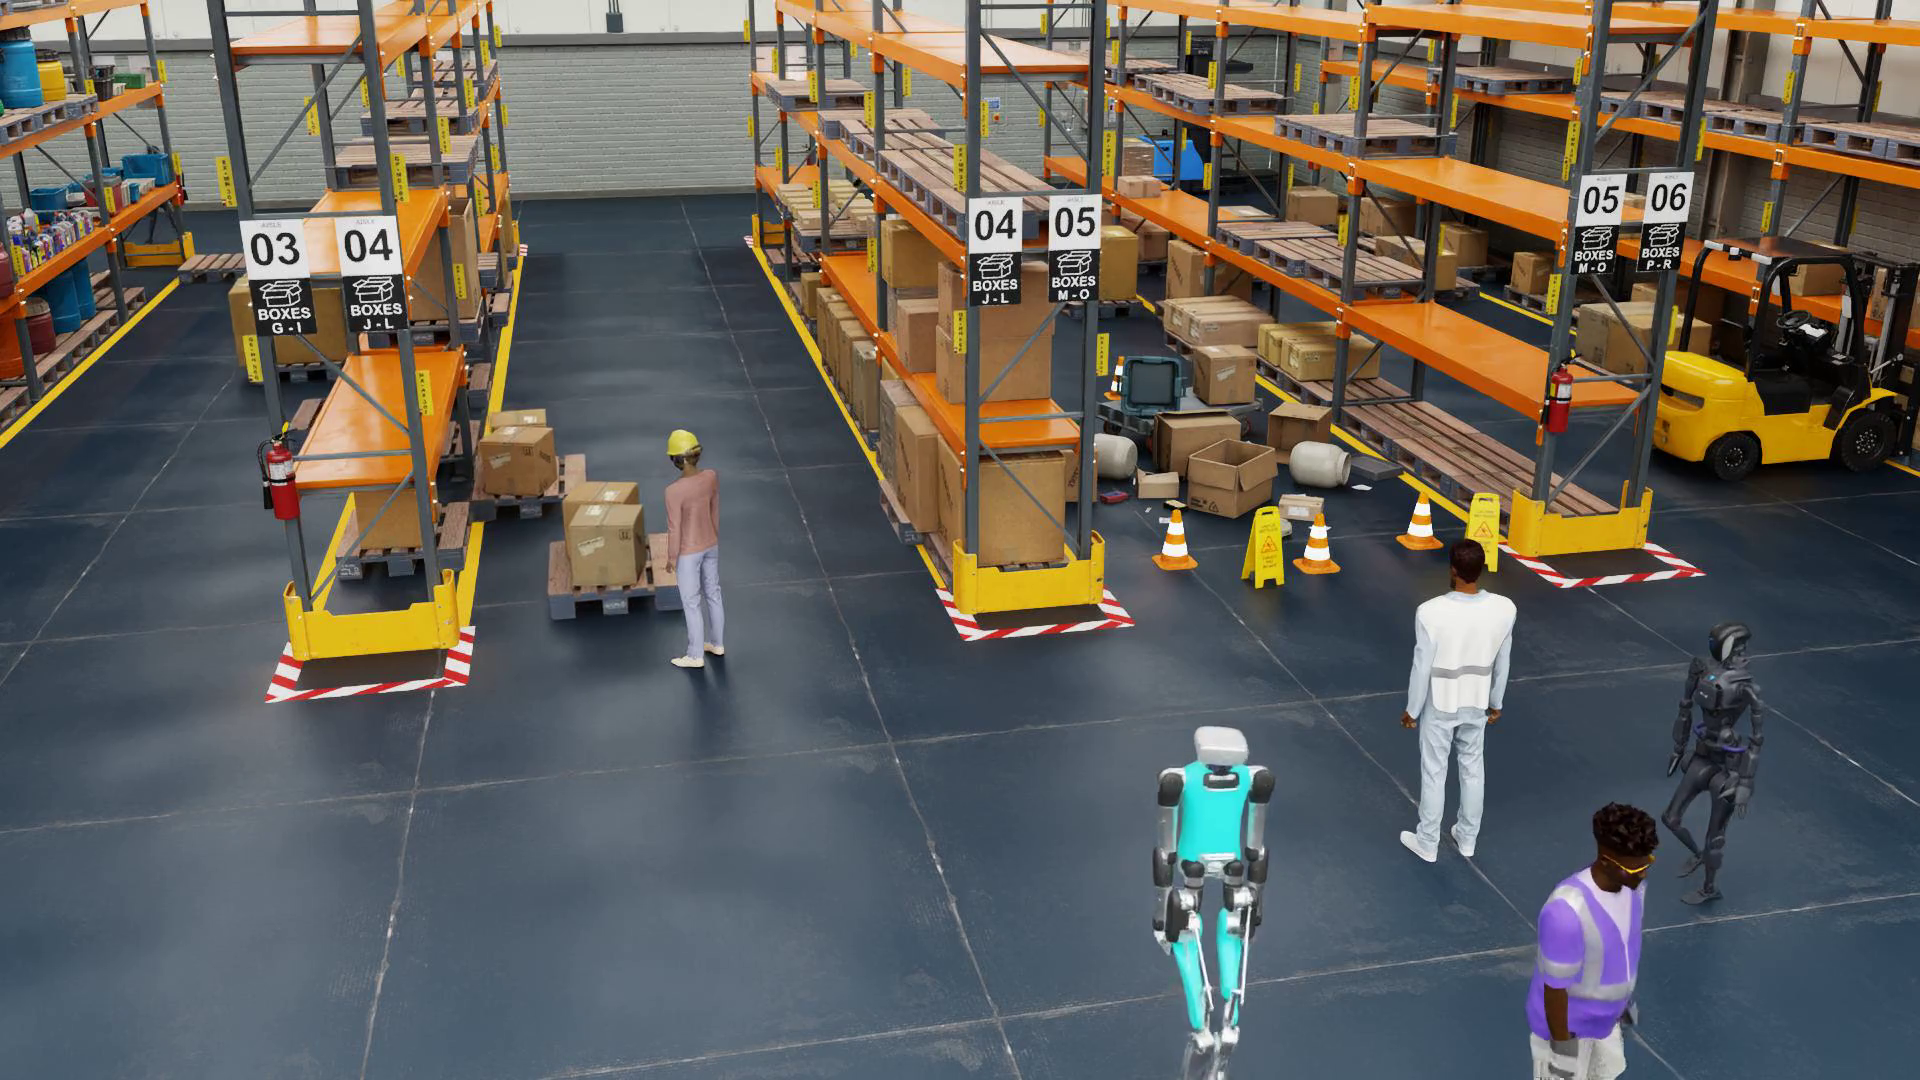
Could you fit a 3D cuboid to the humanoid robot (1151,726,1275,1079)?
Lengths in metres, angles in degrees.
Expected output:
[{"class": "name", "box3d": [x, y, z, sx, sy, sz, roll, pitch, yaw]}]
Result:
[{"class": "humanoid robot", "box3d": [1.144, 1.772, 7.330, 0.602, 1.789, 0.813, -3, 21, -9]}]

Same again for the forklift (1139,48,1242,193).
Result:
[{"class": "forklift", "box3d": [4.566, -8.313, 32.860, 1.873, 2.768, 1.129, -4, 21, -12]}]

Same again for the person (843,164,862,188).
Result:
[{"class": "person", "box3d": [-1.987, -6.917, 30.797, 0.375, 1.689, 0.542, -2, 20, -4]}]

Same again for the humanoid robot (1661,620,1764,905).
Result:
[{"class": "humanoid robot", "box3d": [4.090, 1.202, 8.947, 0.376, 1.648, 0.590, -7, 22, -18]}]

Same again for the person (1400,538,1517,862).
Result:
[{"class": "person", "box3d": [2.795, 0.916, 9.371, 0.596, 1.915, 0.371, -4, 21, -10]}]

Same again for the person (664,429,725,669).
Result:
[{"class": "person", "box3d": [-1.912, 0.062, 11.890, 0.314, 1.765, 0.522, 12, 24, 30]}]

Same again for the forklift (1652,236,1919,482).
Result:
[{"class": "forklift", "box3d": [8.013, -1.814, 16.330, 2.313, 2.155, 1.214, -4, 21, -12]}]

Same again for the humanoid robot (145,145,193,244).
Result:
[{"class": "humanoid robot", "box3d": [-13.337, -5.753, 27.727, 0.768, 1.621, 0.609, 3, 21, 9]}]

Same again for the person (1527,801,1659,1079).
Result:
[{"class": "person", "box3d": [2.521, 1.898, 6.679, 0.664, 1.947, 0.410, -15, 25, -35]}]
